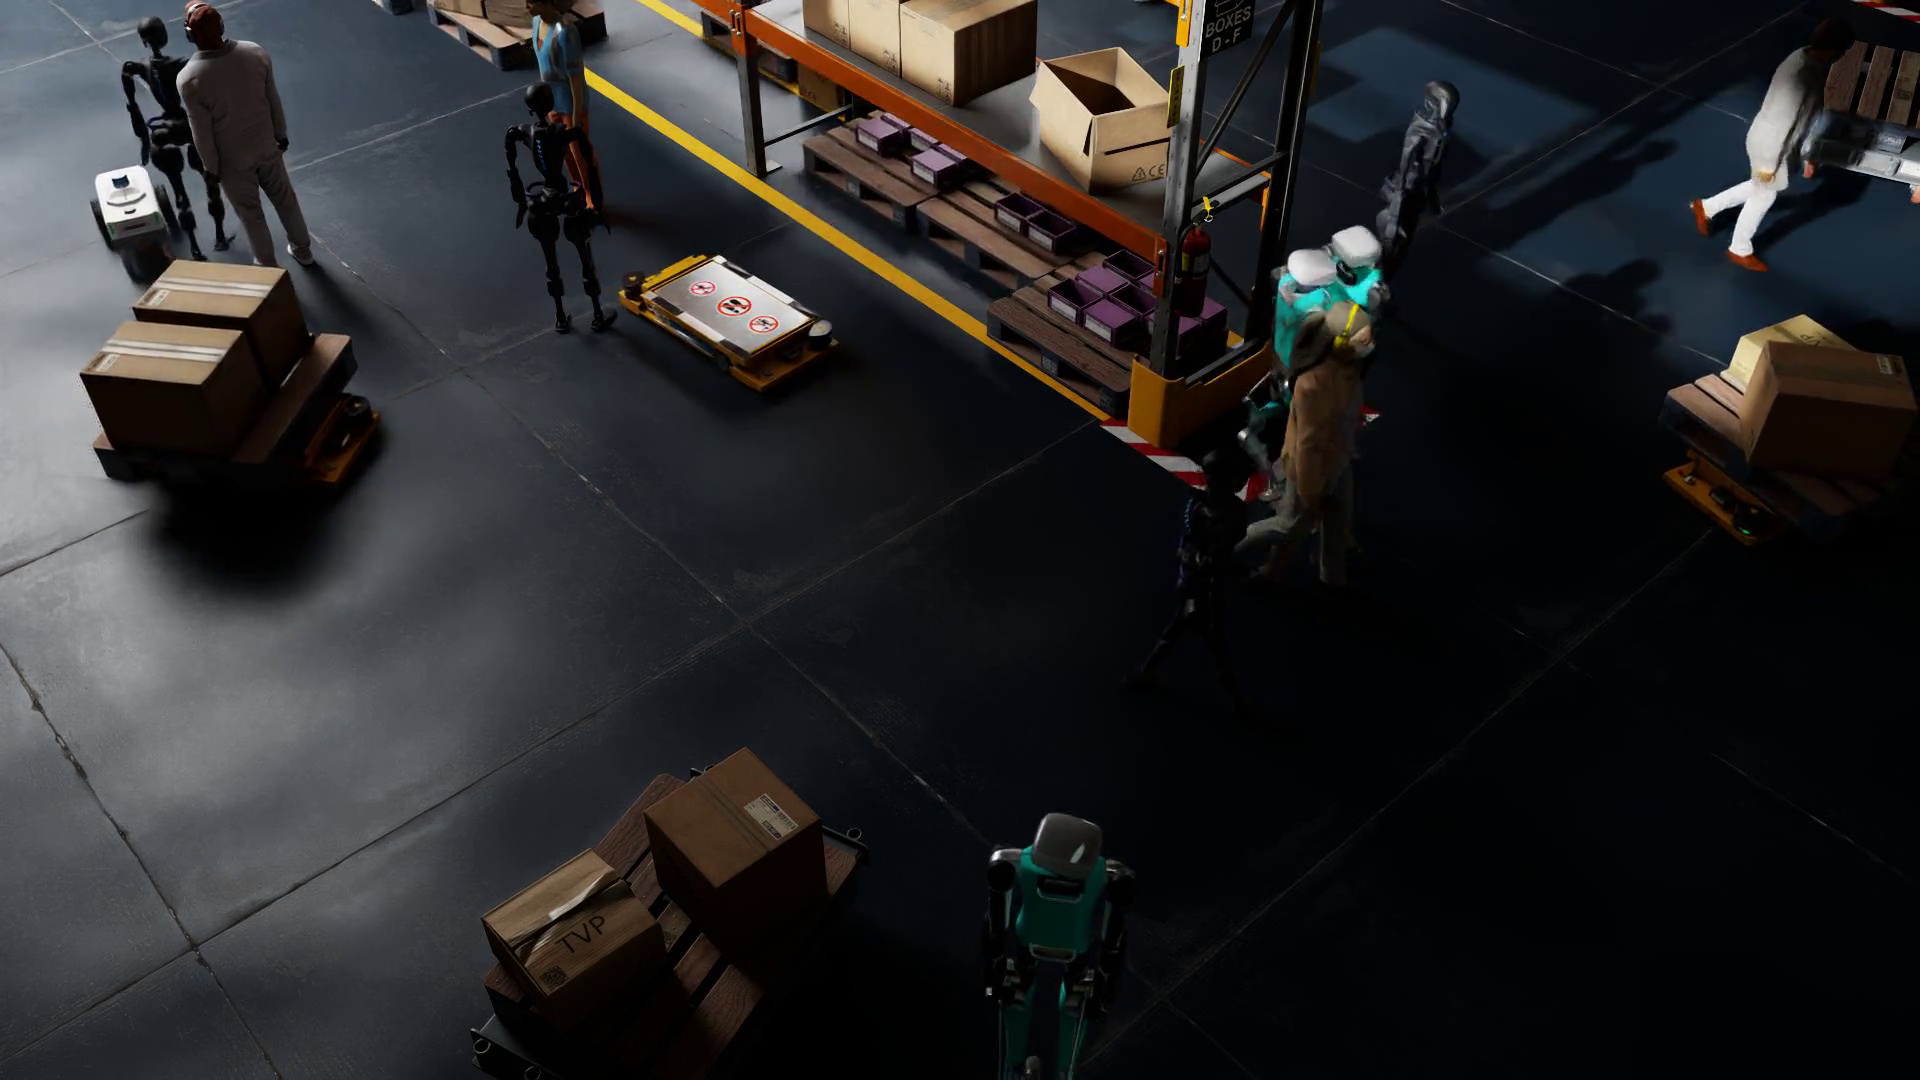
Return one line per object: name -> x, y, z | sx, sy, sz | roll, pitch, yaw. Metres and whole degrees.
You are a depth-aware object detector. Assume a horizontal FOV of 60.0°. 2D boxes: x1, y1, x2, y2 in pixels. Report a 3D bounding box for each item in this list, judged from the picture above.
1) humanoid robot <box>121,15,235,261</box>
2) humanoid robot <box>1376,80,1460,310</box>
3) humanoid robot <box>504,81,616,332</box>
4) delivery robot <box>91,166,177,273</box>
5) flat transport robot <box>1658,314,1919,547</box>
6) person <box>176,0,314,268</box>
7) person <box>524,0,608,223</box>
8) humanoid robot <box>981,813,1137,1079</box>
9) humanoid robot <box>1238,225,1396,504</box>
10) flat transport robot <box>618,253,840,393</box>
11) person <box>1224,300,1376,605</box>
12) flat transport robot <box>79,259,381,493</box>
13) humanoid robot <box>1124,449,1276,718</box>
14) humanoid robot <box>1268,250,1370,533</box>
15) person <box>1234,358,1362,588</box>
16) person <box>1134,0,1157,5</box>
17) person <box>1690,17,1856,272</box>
humanoid robot -> -5.111, -2.569, 10.880 | 0.591, 1.651, 0.520 | -5, 43, -5
humanoid robot -> 2.781, -2.119, 10.370 | 0.386, 1.640, 0.592 | 29, 50, 28
humanoid robot -> -2.483, -2.047, 10.270 | 0.599, 1.657, 0.315 | 2, 43, 2
delivery robot -> -5.630, -2.231, 11.313 | 0.499, 0.598, 0.791 | -19, 46, -20
flat transport robot -> 4.821, -0.424, 9.556 | 1.431, 0.231, 0.659 | -19, 46, -20
person -> -4.589, -2.519, 10.625 | 0.413, 1.906, 0.650 | 25, 48, 25
person -> -2.684, -2.959, 11.216 | 0.345, 1.759, 0.496 | -31, 51, -29
humanoid robot -> 0.305, 1.863, 6.004 | 0.555, 1.782, 0.923 | 5, 43, 5
humanoid robot -> 1.792, -0.789, 8.905 | 0.824, 1.820, 0.542 | -19, 46, -19
flat transport robot -> -1.496, -1.438, 10.659 | 1.431, 0.231, 0.659 | 33, 52, 31
person -> 1.769, -0.430, 8.396 | 0.789, 1.851, 0.573 | 22, 47, 22
flat transport robot -> -4.226, -0.629, 9.779 | 1.431, 0.231, 0.659 | 6, 43, 6
humanoid robot -> 1.192, 0.189, 7.885 | 0.759, 1.636, 0.604 | 4, 43, 5
humanoid robot -> 1.951, -0.794, 8.858 | 0.744, 1.763, 0.531 | -13, 44, -14
person -> 1.844, -0.450, 8.502 | 0.642, 1.727, 0.574 | 7, 43, 7
person -> 1.666, -5.457, 13.900 | 0.434, 1.806, 0.728 | 29, 50, 28
person -> 5.219, -2.570, 10.753 | 0.564, 1.807, 0.556 | 24, 48, 24
